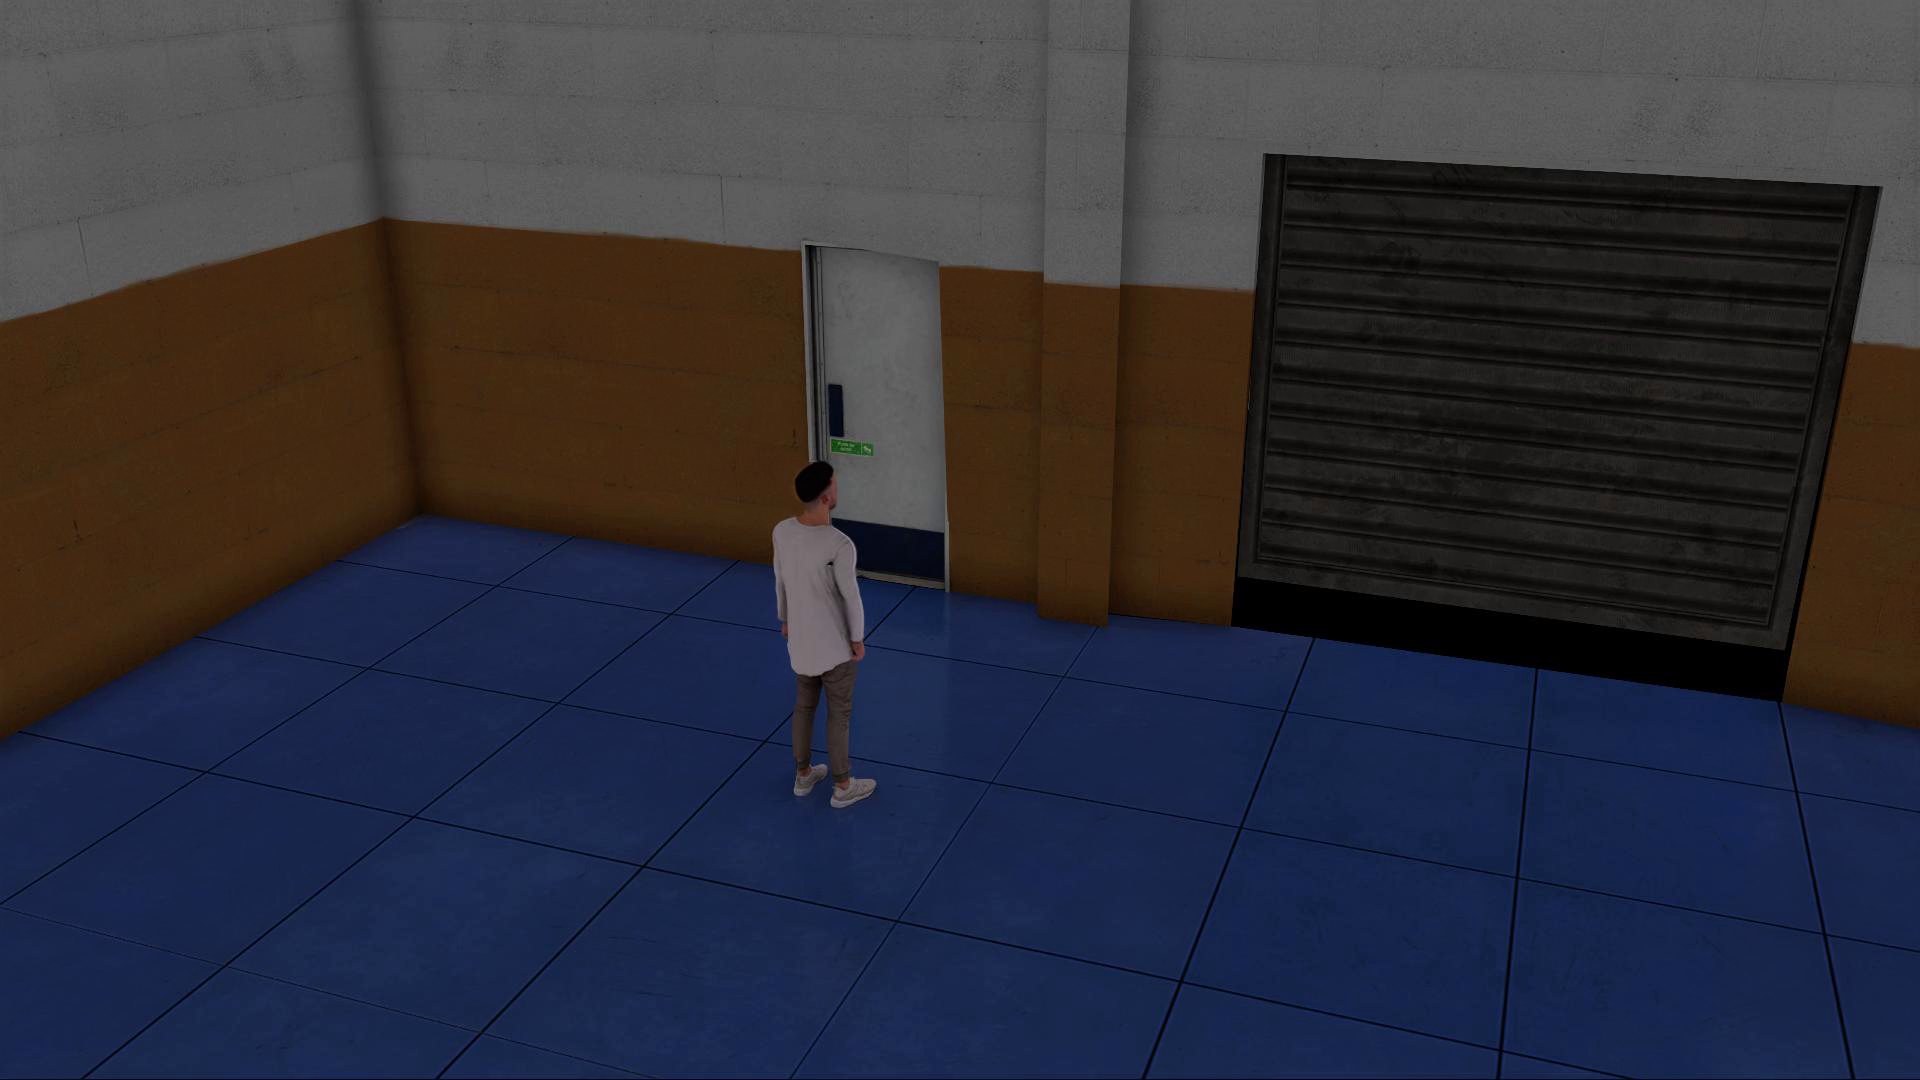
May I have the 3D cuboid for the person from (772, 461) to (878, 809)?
[{"bbox_3d":[-0.700,0.468,8.388,0.580,1.840,0.782,14,26,31],"label":"person"}]
